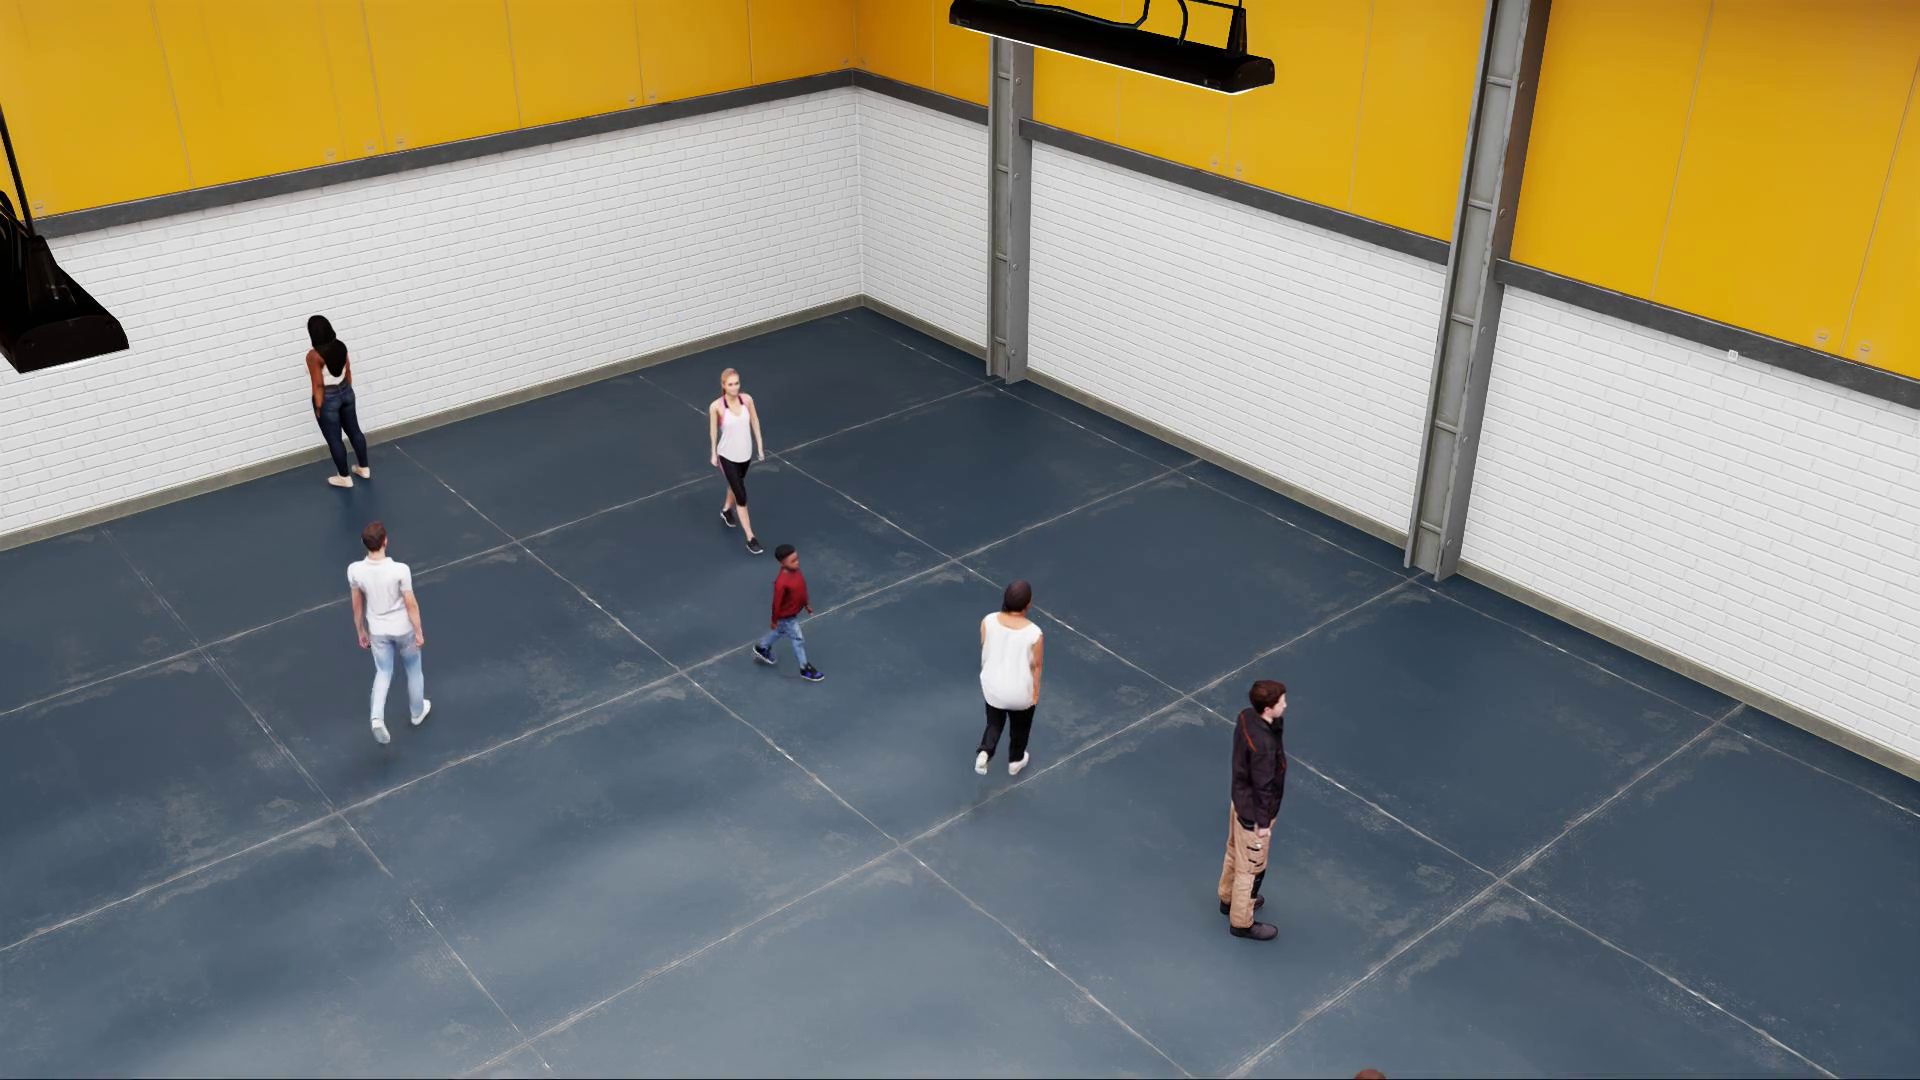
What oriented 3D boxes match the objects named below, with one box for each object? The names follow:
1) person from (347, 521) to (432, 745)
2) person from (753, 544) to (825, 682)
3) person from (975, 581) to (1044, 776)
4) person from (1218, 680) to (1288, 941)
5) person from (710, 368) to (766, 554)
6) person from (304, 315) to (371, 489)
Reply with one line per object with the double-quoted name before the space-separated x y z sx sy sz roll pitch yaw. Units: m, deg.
"person" -4.397 0.743 12.788 1.036 1.832 1.120 1 29 2
"person" -1.481 0.564 13.739 0.954 1.235 0.811 7 29 12
"person" 0.350 1.081 12.336 0.879 1.672 0.897 13 31 23
"person" 1.922 1.731 10.880 0.852 1.924 0.746 -2 29 -4
"person" -2.151 -0.811 15.733 0.742 1.740 1.177 -16 32 -26
"person" -6.291 -1.408 16.757 0.712 1.808 0.721 16 32 27
